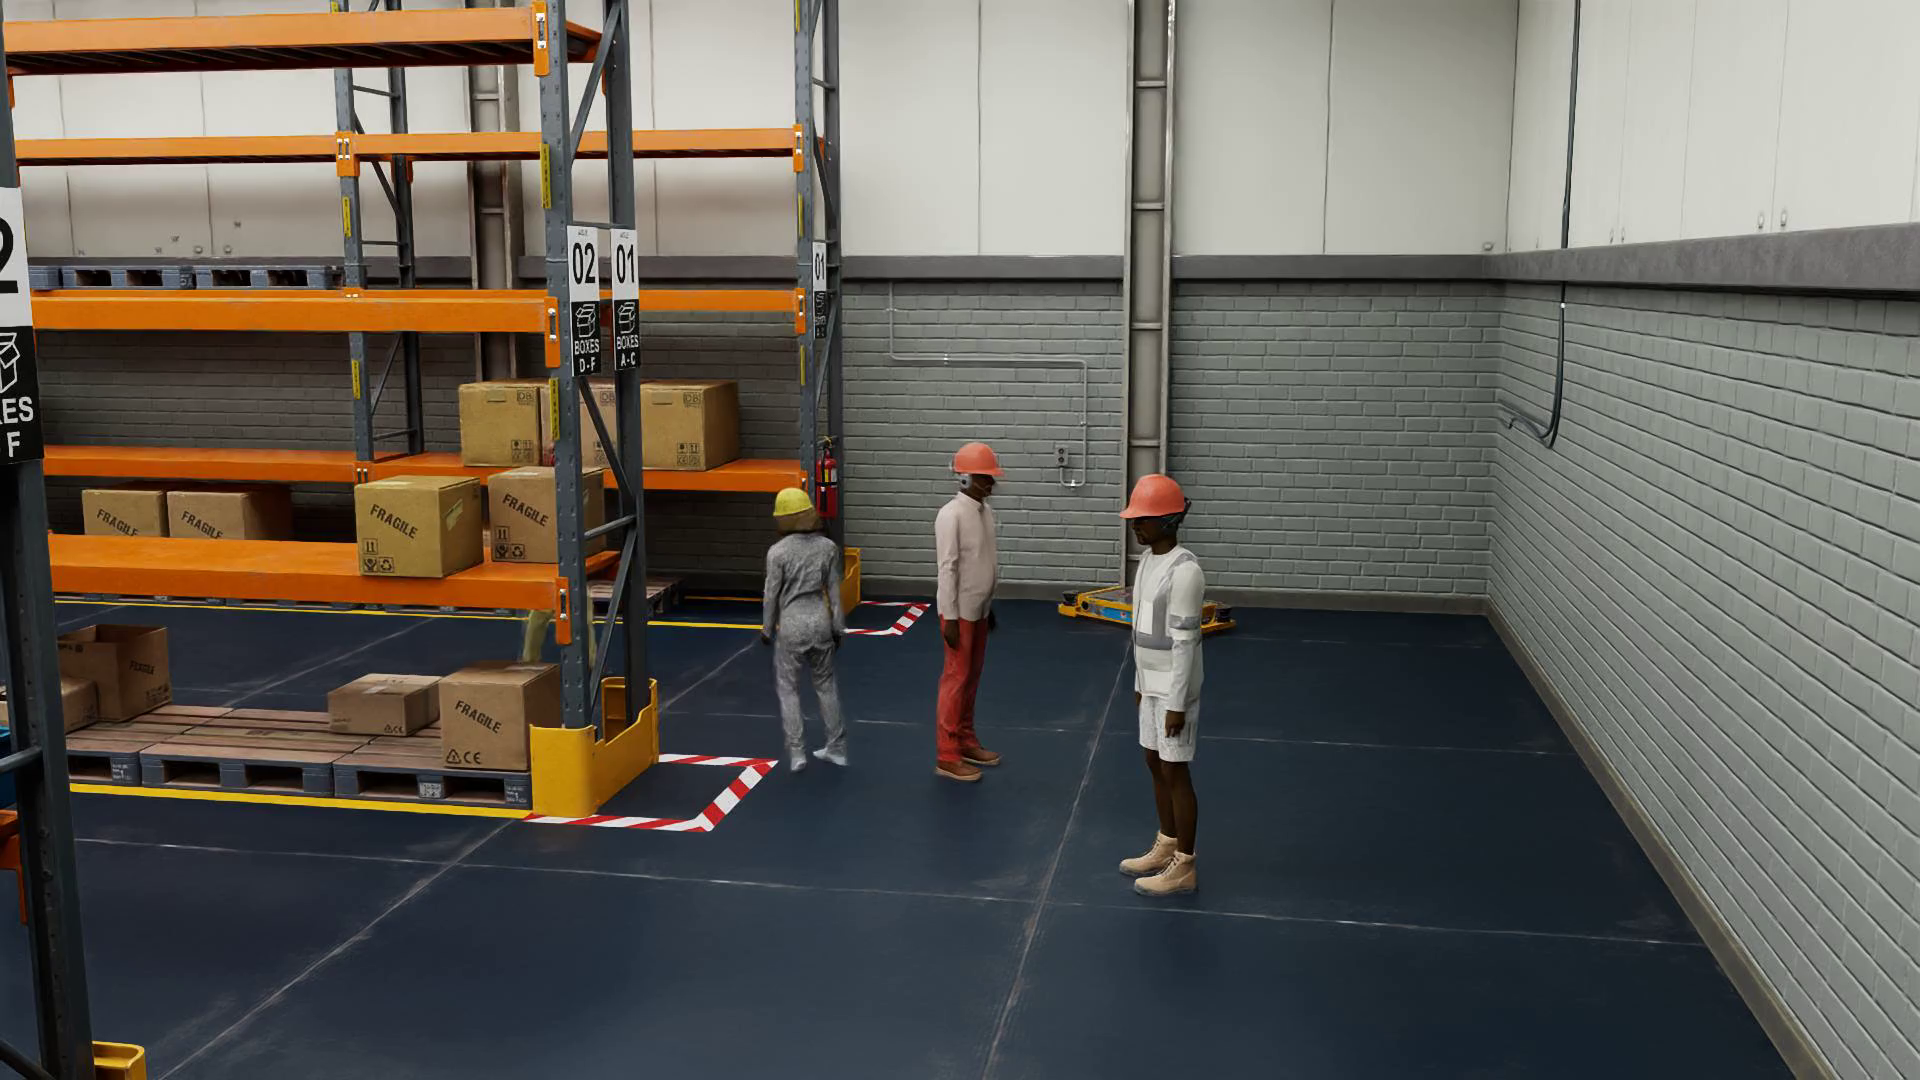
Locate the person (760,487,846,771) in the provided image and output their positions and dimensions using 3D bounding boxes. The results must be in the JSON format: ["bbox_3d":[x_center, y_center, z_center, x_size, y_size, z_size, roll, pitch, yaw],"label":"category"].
[{"bbox_3d":[-0.929,0.539,9.935,0.494,1.716,0.413,-7,12,-38],"label":"person"}]

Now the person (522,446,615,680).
[{"bbox_3d":[-2.872,0.161,12.039,0.869,1.796,0.587,4,10,23],"label":"person"}]

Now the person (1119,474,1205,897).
[{"bbox_3d":[0.960,0.695,8.017,0.403,2.036,0.602,-3,9,-15],"label":"person"}]

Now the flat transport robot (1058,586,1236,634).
[{"bbox_3d":[1.571,0.588,14.111,0.652,0.197,1.431,-8,12,-42],"label":"flat transport robot"}]

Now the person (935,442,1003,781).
[{"bbox_3d":[0.061,0.410,9.889,0.401,1.990,0.621,4,10,23],"label":"person"}]
